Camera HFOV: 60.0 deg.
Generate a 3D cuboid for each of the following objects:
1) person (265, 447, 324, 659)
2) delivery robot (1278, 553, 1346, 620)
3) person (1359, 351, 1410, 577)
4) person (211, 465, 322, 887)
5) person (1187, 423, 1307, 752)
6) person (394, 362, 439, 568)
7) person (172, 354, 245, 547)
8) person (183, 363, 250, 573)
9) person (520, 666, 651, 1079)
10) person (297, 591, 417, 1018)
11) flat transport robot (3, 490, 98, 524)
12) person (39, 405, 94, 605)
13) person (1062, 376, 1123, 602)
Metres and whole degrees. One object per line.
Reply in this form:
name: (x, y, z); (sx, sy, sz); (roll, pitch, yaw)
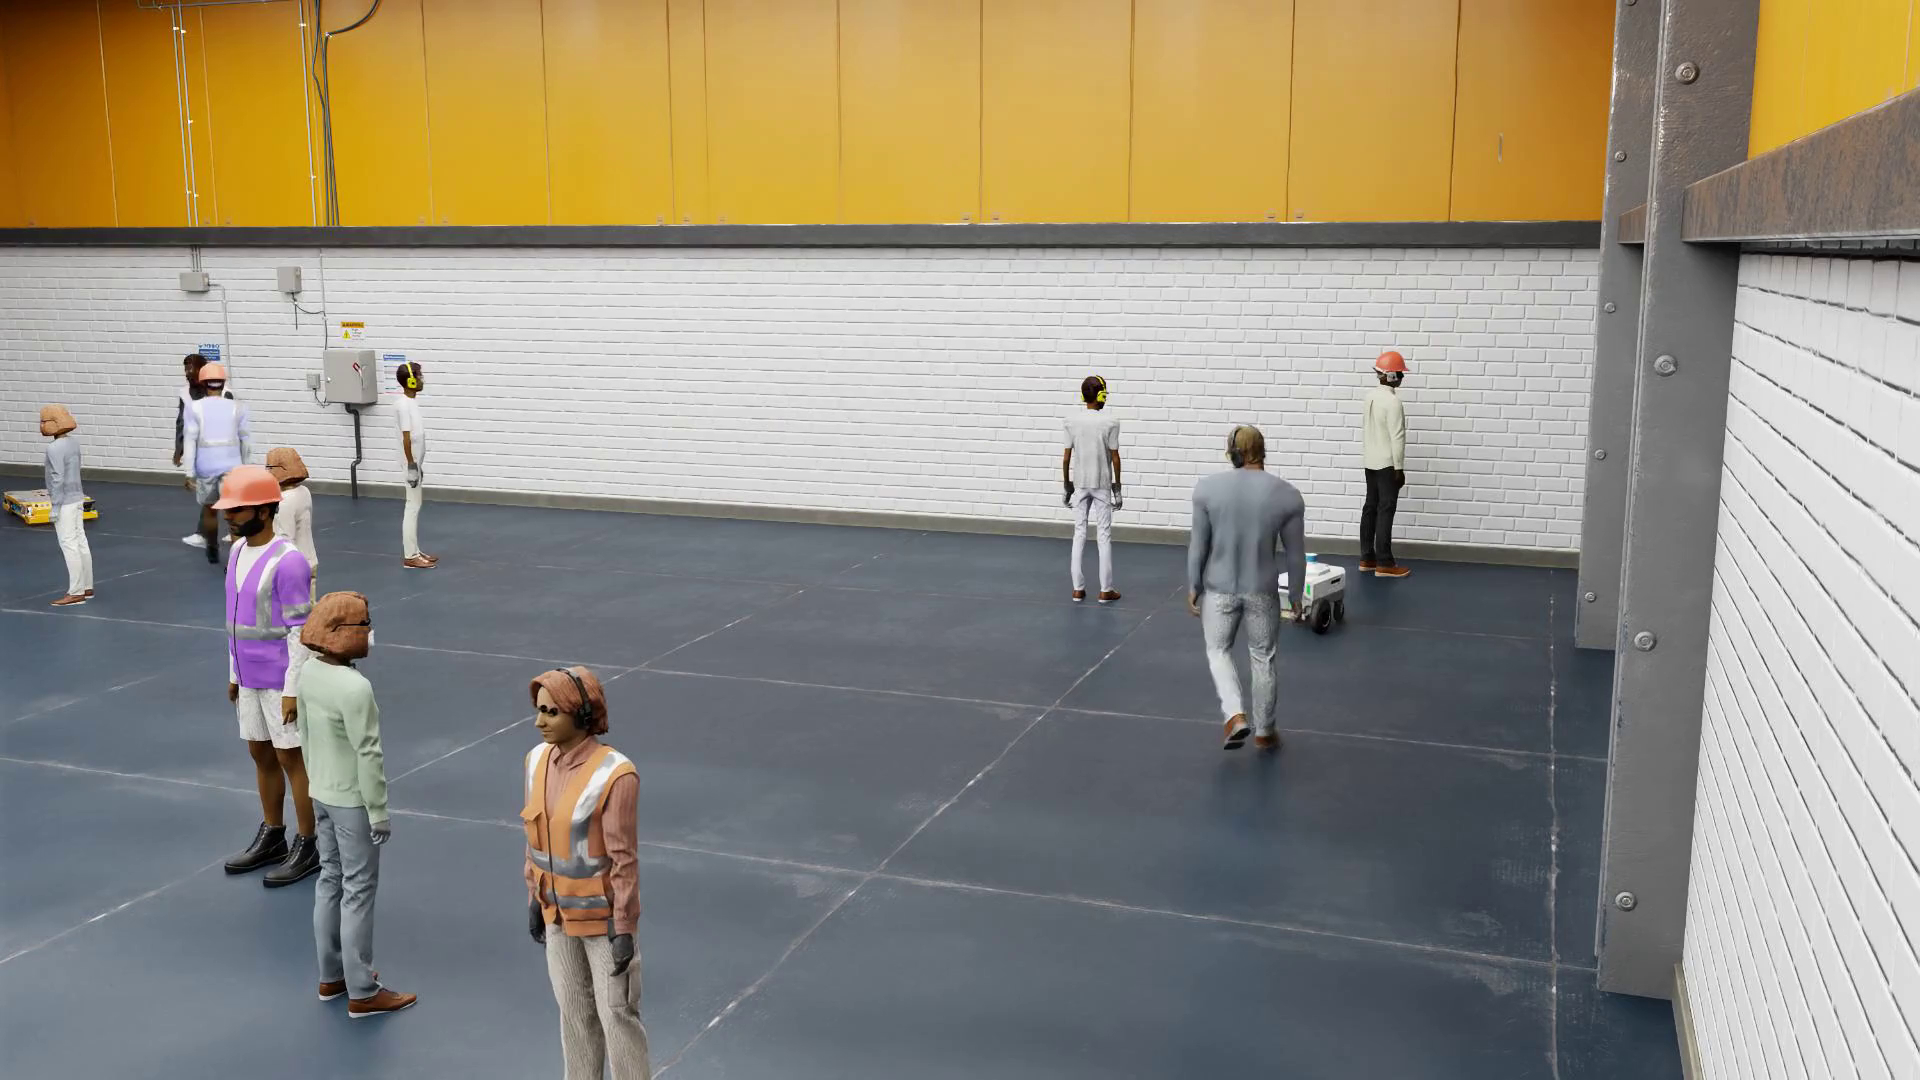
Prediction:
person: (-4.319, 0.209, 10.784); (0.279, 1.634, 0.497); (-1, 10, -5)
delivery robot: (2.688, 0.344, 12.799); (0.477, 0.478, 0.707); (7, 12, 35)
person: (3.769, -0.675, 14.748); (0.376, 1.995, 0.612); (-3, 10, -14)
person: (-3.189, 0.617, 7.633); (0.545, 1.939, 0.354); (7, 12, 35)
person: (1.630, 0.300, 9.460); (0.680, 1.919, 0.557); (2, 10, 9)
person: (-4.959, -0.681, 15.131); (0.315, 1.872, 0.533); (-2, 10, -14)
person: (-7.349, -0.864, 16.156); (0.597, 1.866, 0.984); (5, 11, 24)
person: (-6.679, -0.649, 14.978); (0.585, 1.868, 1.065); (-6, 12, -30)
person: (-1.182, 1.193, 5.257); (0.519, 1.633, 0.312); (8, 13, 39)
person: (-2.328, 0.997, 6.350); (0.509, 1.632, 0.269); (10, 14, 43)
flat transport robot: (-9.845, -0.385, 17.969); (0.652, 0.197, 1.431); (-8, 13, -38)
person: (-7.303, -0.286, 13.576); (0.272, 1.631, 0.507); (-2, 10, -9)
person: (1.091, -0.413, 13.663); (0.518, 1.859, 0.330); (4, 11, 21)
